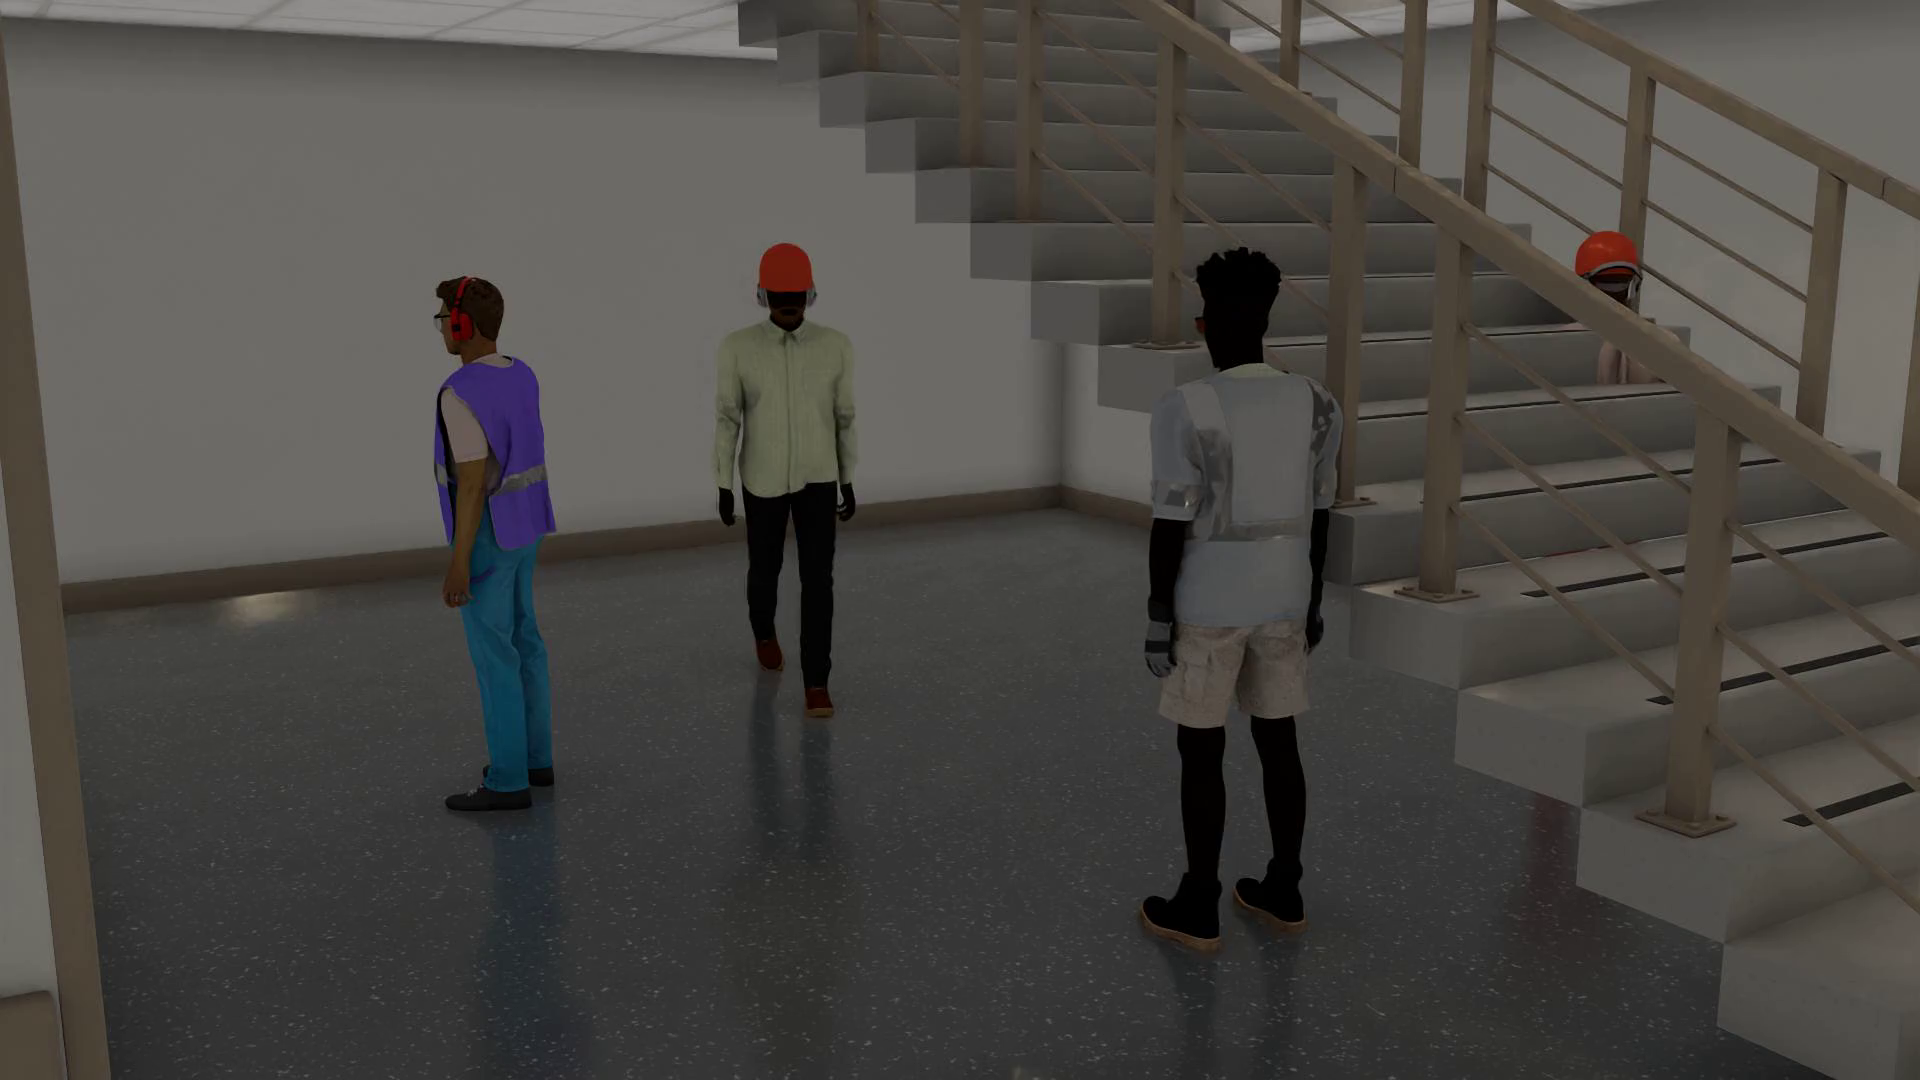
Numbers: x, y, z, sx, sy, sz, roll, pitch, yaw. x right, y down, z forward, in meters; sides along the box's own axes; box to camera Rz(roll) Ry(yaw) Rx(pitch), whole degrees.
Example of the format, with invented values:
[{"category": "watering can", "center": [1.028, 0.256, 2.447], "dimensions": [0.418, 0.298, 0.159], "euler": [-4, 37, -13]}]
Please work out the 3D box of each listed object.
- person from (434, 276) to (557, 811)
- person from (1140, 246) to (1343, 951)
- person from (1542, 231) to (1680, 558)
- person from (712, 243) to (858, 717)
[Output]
[{"category": "person", "center": [-1.601, 0.019, 5.759], "dimensions": [0.373, 1.843, 0.570], "euler": [2, 11, 8]}, {"category": "person", "center": [0.780, 0.168, 4.678], "dimensions": [0.600, 1.957, 0.368], "euler": [-5, 12, -24]}, {"category": "person", "center": [2.493, -0.206, 6.550], "dimensions": [0.626, 1.991, 0.389], "euler": [-2, 11, -9]}, {"category": "person", "center": [-0.755, -0.292, 7.140], "dimensions": [0.625, 1.953, 0.966], "euler": [-2, 11, -12]}]
